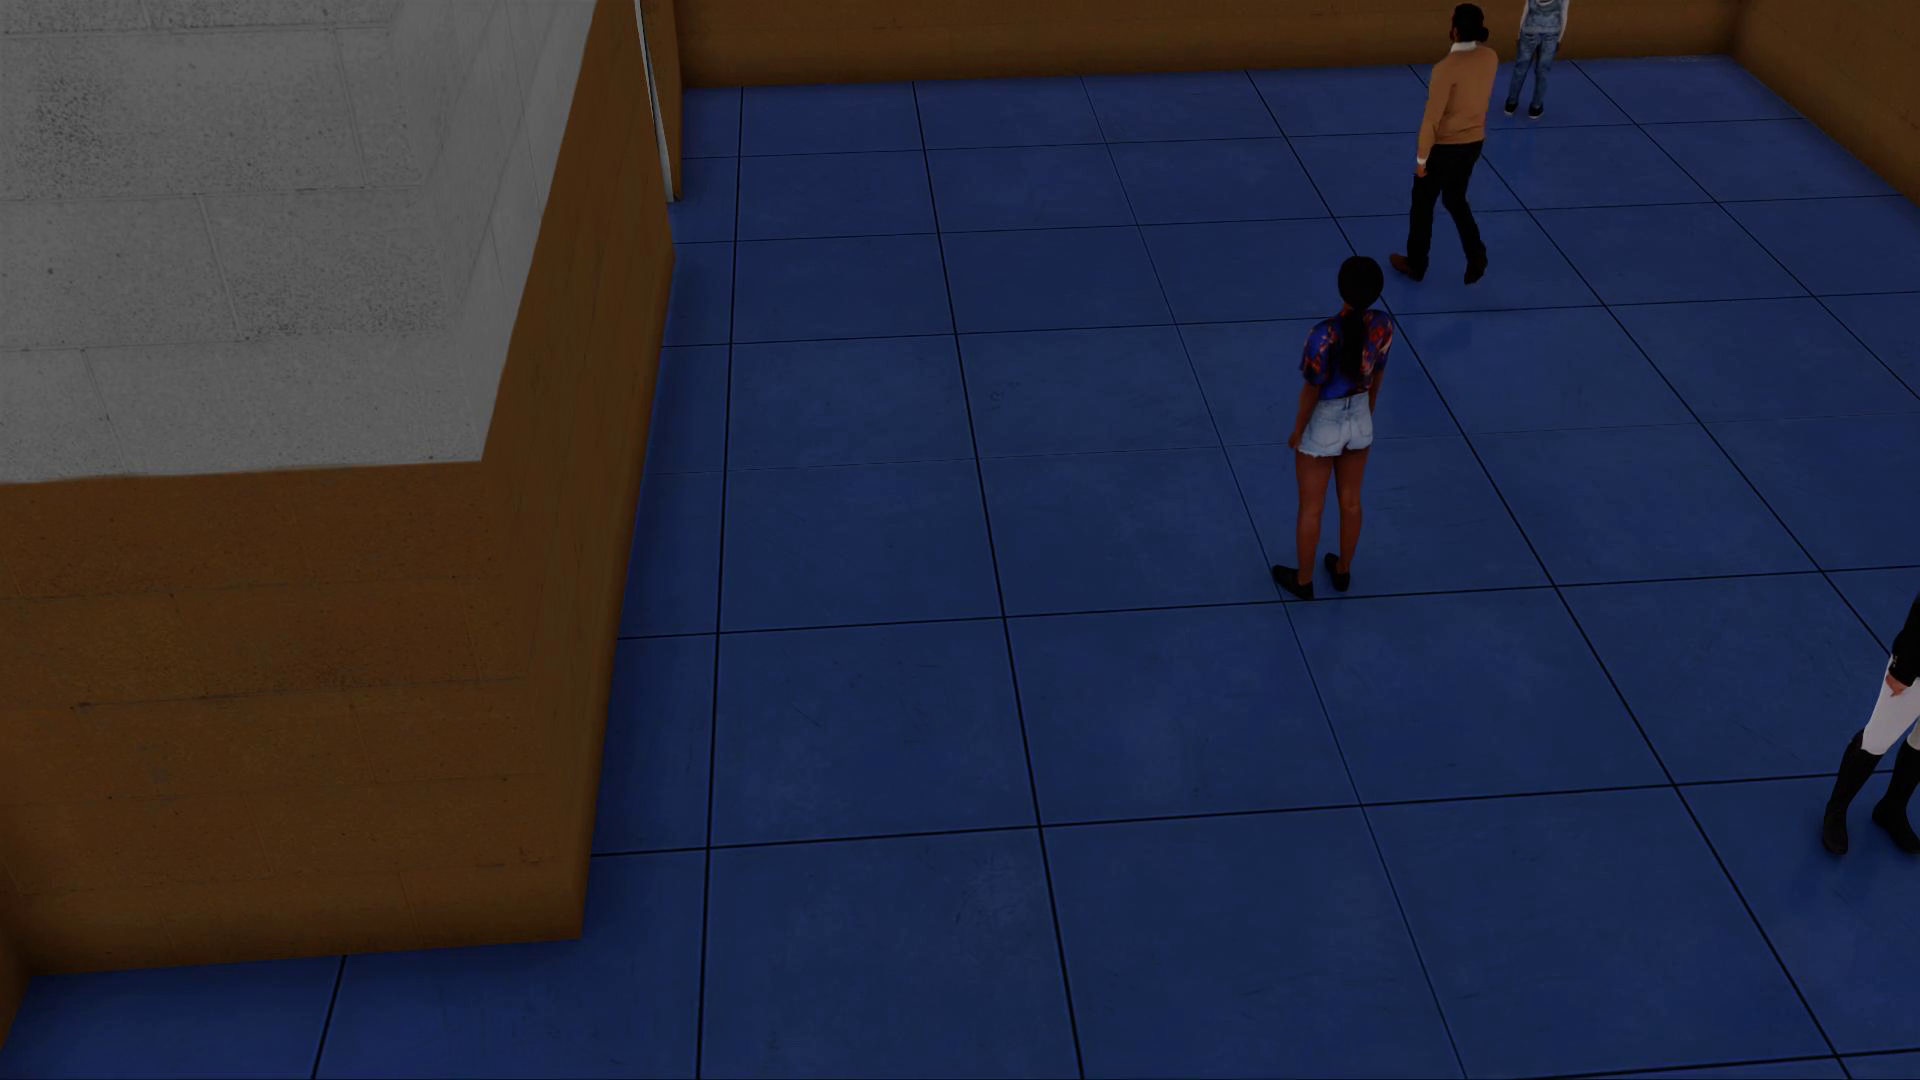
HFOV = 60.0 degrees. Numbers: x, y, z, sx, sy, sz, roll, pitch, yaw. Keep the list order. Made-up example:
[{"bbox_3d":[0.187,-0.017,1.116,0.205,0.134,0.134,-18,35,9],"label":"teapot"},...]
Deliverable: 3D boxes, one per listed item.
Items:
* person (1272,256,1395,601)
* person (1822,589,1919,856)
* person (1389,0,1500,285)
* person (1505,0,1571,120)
[{"bbox_3d":[1.689,-0.494,7.483,0.539,1.743,0.701,-13,39,-16],"label":"person"},{"bbox_3d":[3.644,0.479,6.184,0.507,1.730,0.632,0,37,0],"label":"person"},{"bbox_3d":[2.965,-2.293,9.875,0.984,1.742,0.955,-20,41,-24],"label":"person"},{"bbox_3d":[4.250,-3.731,12.199,0.536,1.259,0.614,15,40,19],"label":"person"}]
